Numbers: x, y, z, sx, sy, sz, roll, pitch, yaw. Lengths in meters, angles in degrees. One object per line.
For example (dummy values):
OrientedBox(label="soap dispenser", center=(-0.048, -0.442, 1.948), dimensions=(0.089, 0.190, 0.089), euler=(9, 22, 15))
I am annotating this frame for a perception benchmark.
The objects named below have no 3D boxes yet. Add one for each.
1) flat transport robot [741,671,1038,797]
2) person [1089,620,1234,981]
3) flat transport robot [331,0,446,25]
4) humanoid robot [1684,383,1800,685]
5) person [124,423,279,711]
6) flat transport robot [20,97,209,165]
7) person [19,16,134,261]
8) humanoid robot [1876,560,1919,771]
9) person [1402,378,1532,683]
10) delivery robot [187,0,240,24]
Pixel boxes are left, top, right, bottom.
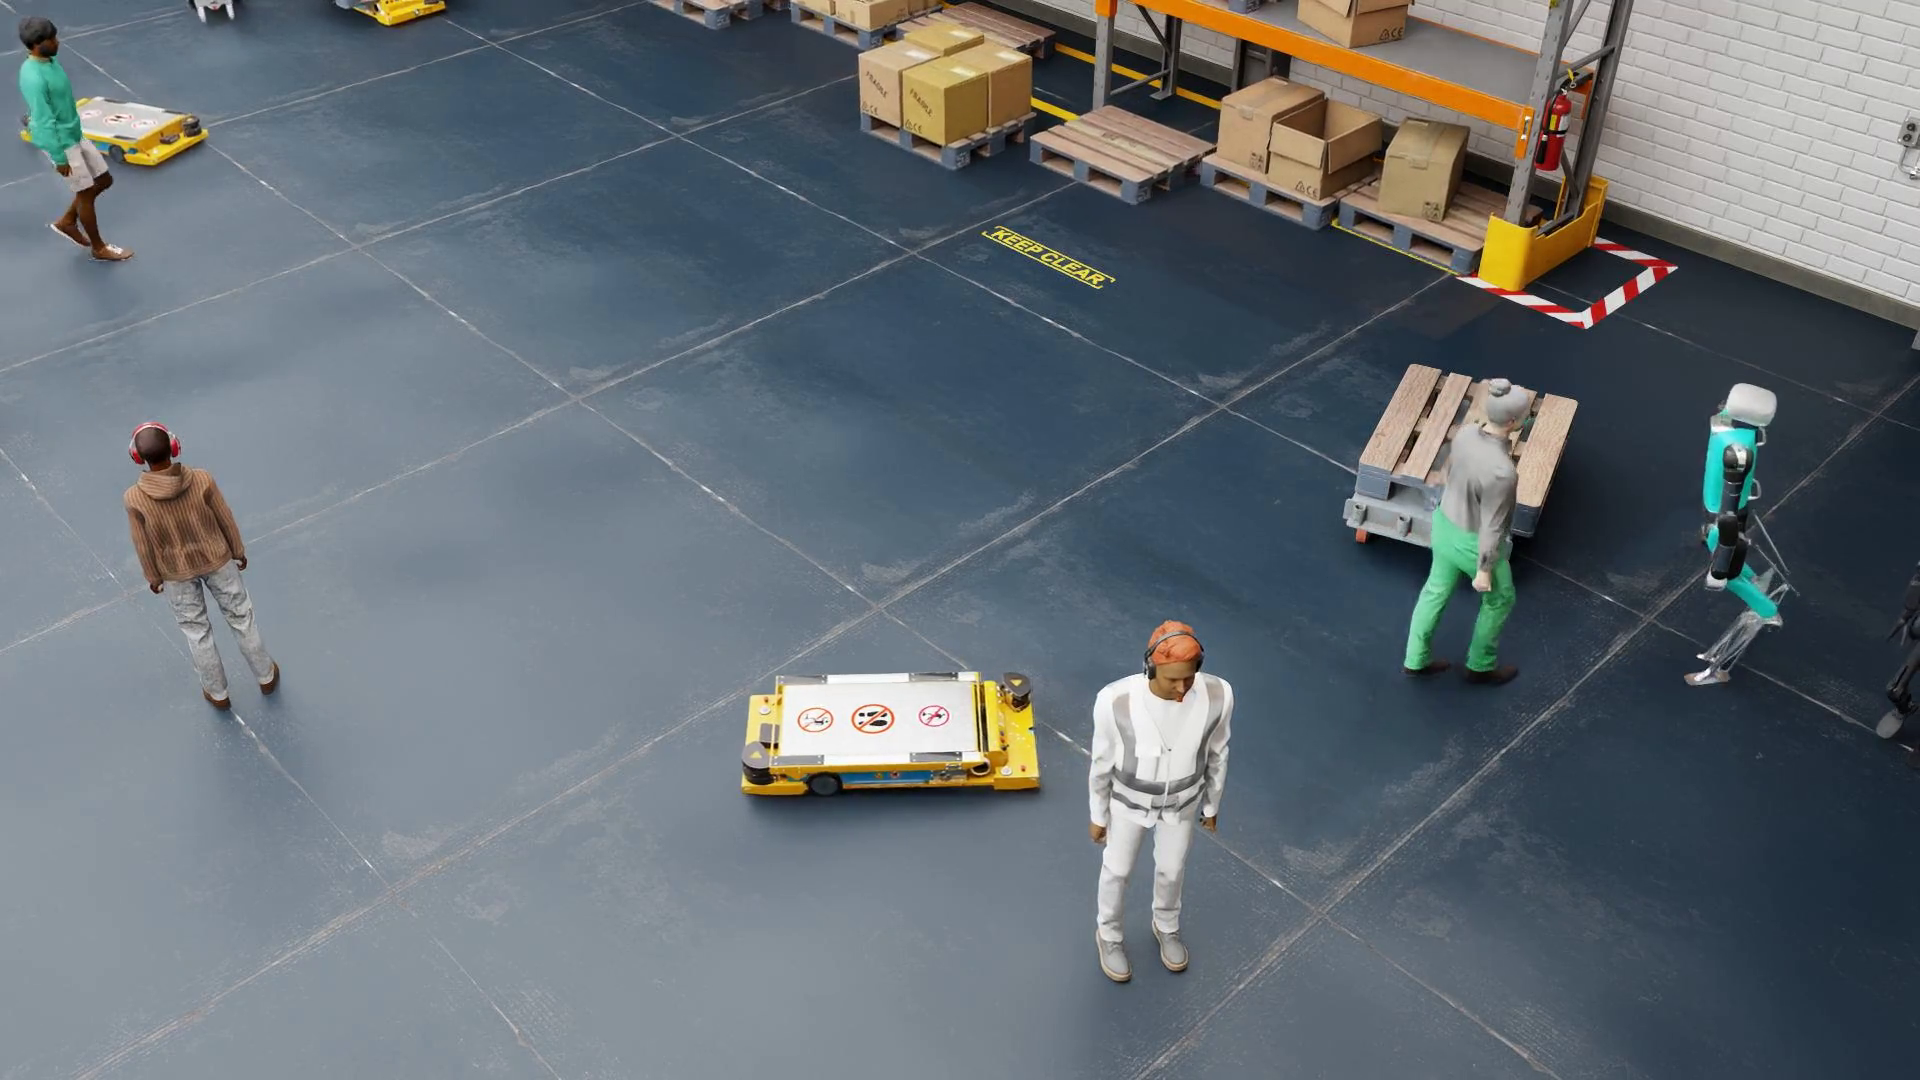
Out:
OrientedBox(label="flat transport robot", center=(-0.346, 0.960, 8.262), dimensions=(1.431, 0.231, 0.659), euler=(-1, 37, -2))
OrientedBox(label="person", center=(0.799, 1.070, 6.788), dimensions=(0.566, 1.878, 0.353), euler=(-4, 37, -6))
OrientedBox(label="flat transport robot", center=(-5.930, -5.552, 16.884), dimensions=(1.431, 0.231, 0.659), euler=(28, 45, 32))
OrientedBox(label="humanoid robot", center=(3.942, 0.051, 8.273), dimensions=(0.769, 1.786, 0.540), euler=(10, 38, 13))
OrientedBox(label="person", center=(-3.757, 0.144, 8.193), dimensions=(0.471, 1.650, 0.309), euler=(-20, 42, -25))
OrientedBox(label="flat transport robot", center=(-7.202, -3.490, 14.153), dimensions=(1.431, 0.231, 0.659), euler=(13, 39, 17))
OrientedBox(label="person", center=(-6.481, -2.872, 12.036), dimensions=(0.463, 1.832, 0.528), euler=(-6, 37, -8))
OrientedBox(label="humanoid robot", center=(4.733, 0.418, 7.808), dimensions=(0.603, 1.655, 0.368), euler=(30, 46, 34))
OrientedBox(label="person", center=(2.648, -0.040, 8.293), dimensions=(0.719, 1.823, 0.535), euler=(-10, 38, -12))
OrientedBox(label="delivery robot", center=(-7.502, -5.533, 16.636), dimensions=(0.499, 0.613, 0.790), euler=(-14, 39, -18))
